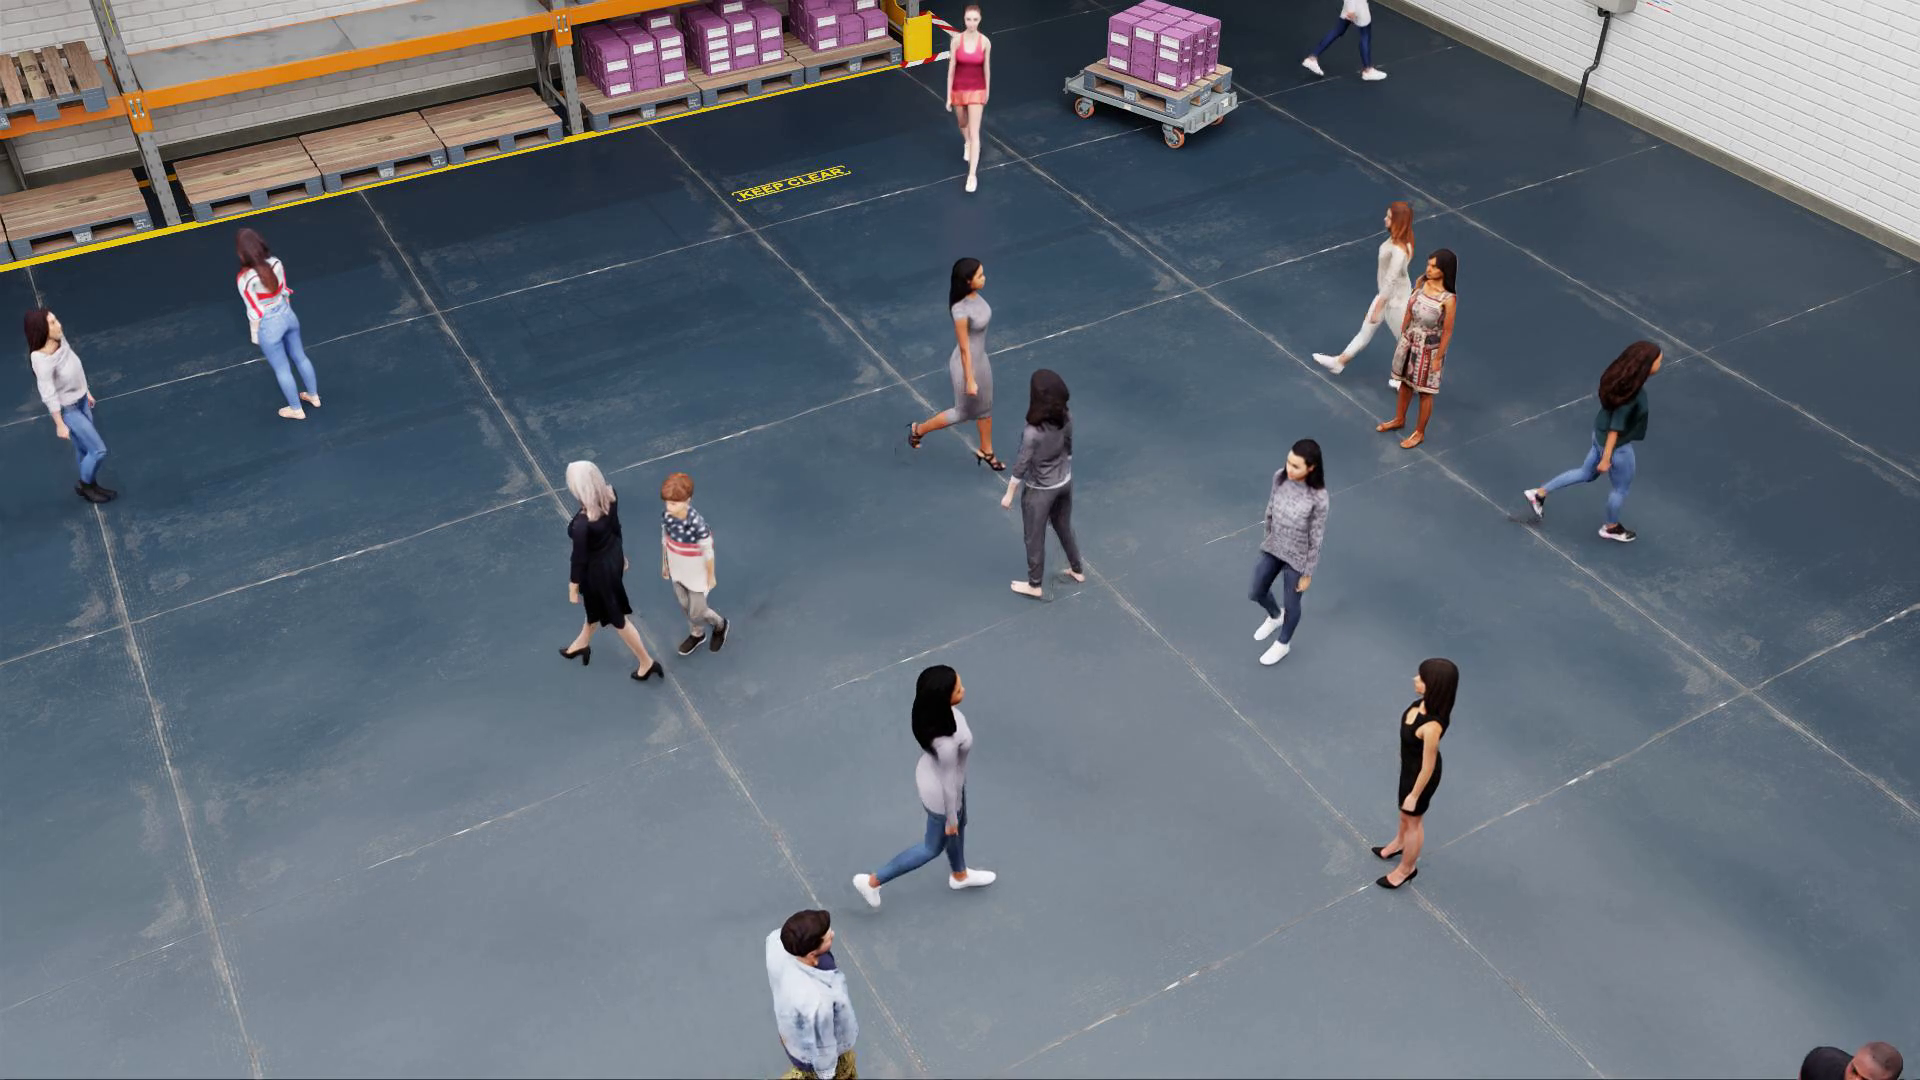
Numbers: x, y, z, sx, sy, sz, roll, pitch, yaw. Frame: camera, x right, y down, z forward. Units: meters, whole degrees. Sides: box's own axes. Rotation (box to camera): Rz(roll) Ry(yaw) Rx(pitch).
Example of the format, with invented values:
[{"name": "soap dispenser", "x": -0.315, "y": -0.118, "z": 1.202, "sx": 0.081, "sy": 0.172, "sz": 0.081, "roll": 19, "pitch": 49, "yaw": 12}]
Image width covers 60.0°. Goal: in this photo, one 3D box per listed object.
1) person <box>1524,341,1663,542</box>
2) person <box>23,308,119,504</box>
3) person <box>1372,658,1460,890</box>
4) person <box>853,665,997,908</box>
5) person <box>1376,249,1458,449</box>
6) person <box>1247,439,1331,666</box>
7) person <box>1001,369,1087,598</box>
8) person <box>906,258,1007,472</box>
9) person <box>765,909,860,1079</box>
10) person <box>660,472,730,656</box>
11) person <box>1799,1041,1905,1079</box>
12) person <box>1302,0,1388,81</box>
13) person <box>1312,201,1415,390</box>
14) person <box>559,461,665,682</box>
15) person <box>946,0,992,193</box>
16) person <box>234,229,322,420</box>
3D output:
[{"name": "person", "x": 4.457, "y": -0.687, "z": 11.597, "sx": 1.085, "sy": 1.586, "sz": 1.014, "roll": 9, "pitch": 39, "yaw": 11}, {"name": "person", "x": -6.424, "y": -0.921, "z": 11.864, "sx": 0.708, "sy": 1.620, "sz": 0.708, "roll": -4, "pitch": 39, "yaw": -4}, {"name": "person", "x": 2.511, "y": 1.278, "z": 9.086, "sx": 0.672, "sy": 1.650, "sz": 0.621, "roll": 7, "pitch": 39, "yaw": 9}, {"name": "person", "x": -0.203, "y": 1.365, "z": 8.929, "sx": 1.124, "sy": 1.710, "sz": 0.811, "roll": -8, "pitch": 39, "yaw": -10}, {"name": "person", "x": 3.495, "y": -1.459, "z": 12.517, "sx": 0.509, "sy": 1.645, "sz": 0.644, "roll": -19, "pitch": 42, "yaw": -22}, {"name": "person", "x": 2.164, "y": 0.052, "z": 10.563, "sx": 0.687, "sy": 1.722, "sz": 0.681, "roll": -30, "pitch": 47, "yaw": -32}, {"name": "person", "x": 0.603, "y": -0.357, "z": 11.041, "sx": 0.870, "sy": 1.765, "sz": 0.669, "roll": 25, "pitch": 45, "yaw": 28}, {"name": "person", "x": -0.019, "y": -1.242, "z": 12.154, "sx": 1.045, "sy": 1.759, "sz": 1.018, "roll": 11, "pitch": 40, "yaw": 14}, {"name": "person", "x": -0.750, "y": 2.328, "z": 7.659, "sx": 0.930, "sy": 1.790, "sz": 0.665, "roll": -19, "pitch": 43, "yaw": -23}, {"name": "person", "x": -1.702, "y": 0.128, "z": 10.701, "sx": 0.625, "sy": 1.431, "sz": 0.670, "roll": 24, "pitch": 44, "yaw": 27}, {"name": "person", "x": 3.759, "y": 2.712, "z": 7.196, "sx": 1.189, "sy": 1.768, "sz": 0.678, "roll": -20, "pitch": 43, "yaw": -23}, {"name": "person", "x": 4.156, "y": -5.768, "z": 17.837, "sx": 1.229, "sy": 1.739, "sz": 1.080, "roll": 5, "pitch": 39, "yaw": 6}, {"name": "person", "x": 3.485, "y": -1.861, "z": 13.005, "sx": 1.179, "sy": 1.664, "sz": 1.094, "roll": 10, "pitch": 40, "yaw": 12}, {"name": "person", "x": -2.156, "y": 0.244, "z": 10.325, "sx": 1.041, "sy": 1.718, "sz": 0.978, "roll": 10, "pitch": 40, "yaw": 12}, {"name": "person", "x": 0.085, "y": -4.337, "z": 16.067, "sx": 1.134, "sy": 1.711, "sz": 1.106, "roll": 5, "pitch": 39, "yaw": 7}, {"name": "person", "x": -5.271, "y": -1.674, "z": 12.811, "sx": 0.724, "sy": 1.613, "sz": 0.623, "roll": 17, "pitch": 42, "yaw": 20}]
